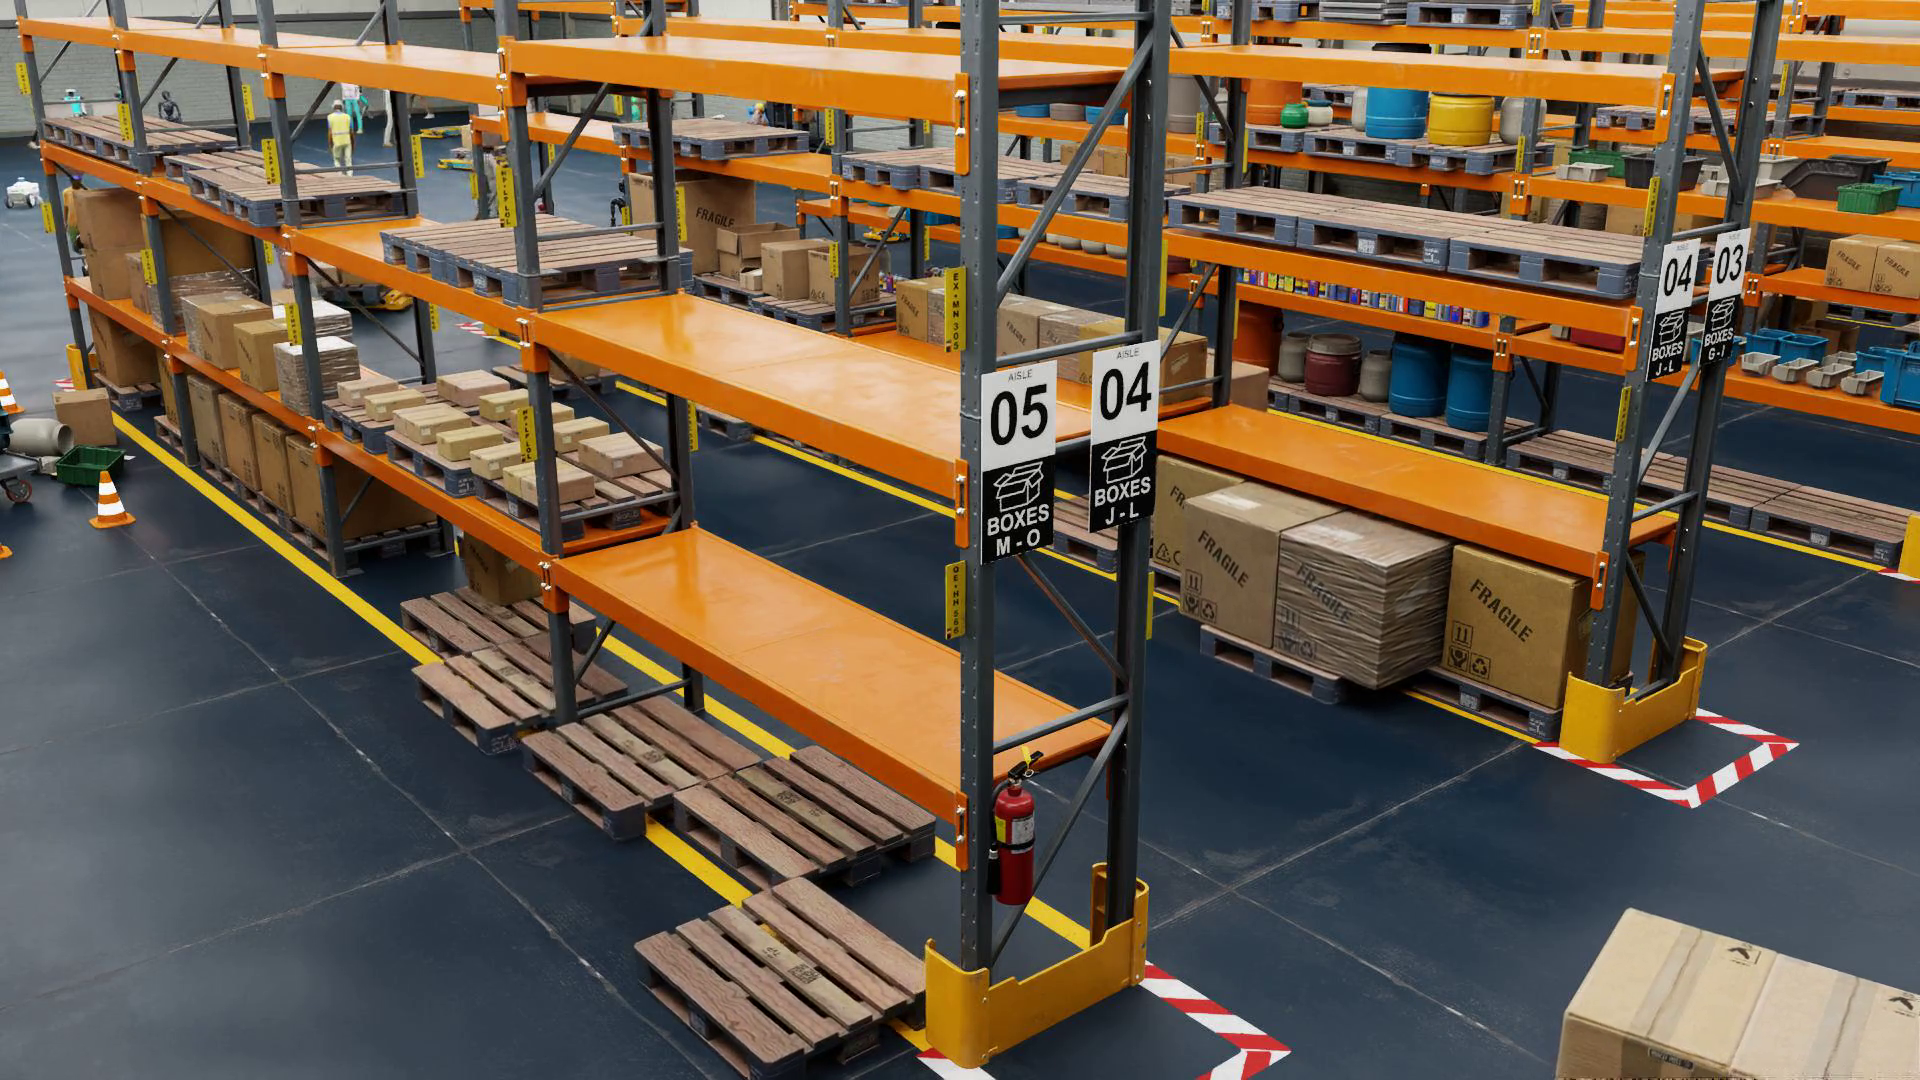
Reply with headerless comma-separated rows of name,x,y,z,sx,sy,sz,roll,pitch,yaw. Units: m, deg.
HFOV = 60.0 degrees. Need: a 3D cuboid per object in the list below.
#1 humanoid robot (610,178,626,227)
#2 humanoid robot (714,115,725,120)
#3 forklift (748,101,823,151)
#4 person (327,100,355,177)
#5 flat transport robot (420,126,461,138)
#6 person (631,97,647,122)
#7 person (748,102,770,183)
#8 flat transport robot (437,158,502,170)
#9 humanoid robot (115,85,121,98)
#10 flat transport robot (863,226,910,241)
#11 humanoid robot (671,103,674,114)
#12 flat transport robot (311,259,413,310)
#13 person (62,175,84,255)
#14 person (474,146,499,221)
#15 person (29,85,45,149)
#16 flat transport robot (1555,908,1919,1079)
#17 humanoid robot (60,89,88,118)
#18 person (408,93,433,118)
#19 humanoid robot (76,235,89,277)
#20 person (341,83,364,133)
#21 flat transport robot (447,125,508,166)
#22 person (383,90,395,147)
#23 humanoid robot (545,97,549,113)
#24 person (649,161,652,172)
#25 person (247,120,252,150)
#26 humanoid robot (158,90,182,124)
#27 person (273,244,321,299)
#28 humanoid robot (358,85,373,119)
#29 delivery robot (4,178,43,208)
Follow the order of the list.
humanoid robot,-4.919,-4.524,24.664,0.599,1.659,0.315,-15,24,-37
humanoid robot,-5.113,-7.772,33.915,1.060,1.751,0.539,-1,19,-2
forklift,-4.526,-11.368,42.374,1.129,2.768,1.873,-15,24,-37
person,-13.296,-8.494,35.725,0.572,1.854,0.897,-10,22,-26
flat transport robot,-14.302,-11.302,46.101,0.659,0.231,1.431,9,21,24
person,-8.209,-10.913,42.449,0.469,1.953,0.514,-16,25,-38
person,-4.405,-8.686,36.432,0.558,1.742,0.630,1,19,2
flat transport robot,-11.532,-8.832,39.073,1.431,0.231,0.659,11,22,28
humanoid robot,-21.034,-10.536,41.718,0.874,1.746,0.545,11,22,29
flat transport robot,-0.957,-5.503,29.598,1.431,0.231,0.659,-15,24,-37
humanoid robot,-7.956,-11.790,45.383,0.411,1.642,0.602,0,19,1
flat transport robot,-8.582,-3.418,23.663,1.431,0.231,0.659,-1,19,-3
person,-13.511,-4.857,25.593,0.469,1.695,0.634,-4,20,-11
person,-8.181,-6.085,28.758,0.931,1.928,0.610,0,19,1
person,-23.753,-10.935,42.955,0.836,1.661,0.532,-9,21,-23
flat transport robot,3.143,2.503,6.811,0.659,0.231,1.431,13,23,33
humanoid robot,-21.205,-9.945,40.084,0.547,1.752,1.037,-17,26,-40
person,-16.717,-13.831,50.949,1.010,1.819,0.541,-15,24,-36
humanoid robot,-10.263,-3.040,20.166,0.533,1.681,0.735,-15,24,-37
person,-17.129,-12.412,46.804,0.486,1.907,0.349,1,19,2
flat transport robot,-11.431,-9.034,39.647,1.431,0.231,0.659,4,20,12
person,-14.767,-11.264,43.603,0.986,1.849,0.623,-8,21,-22
humanoid robot,-11.437,-11.830,45.522,0.586,1.636,0.703,8,21,22
person,-5.975,-7.496,33.091,0.501,1.709,0.656,-17,25,-39
person,-17.991,-10.604,41.732,0.386,1.848,0.777,-3,20,-9
humanoid robot,-19.528,-10.316,41.252,0.616,1.647,0.725,2,19,5
person,-8.344,-3.262,20.810,1.055,1.863,0.705,2,19,4
humanoid robot,-18.316,-13.705,50.879,0.546,1.875,0.816,16,25,38
delivery robot,-18.687,-6.922,33.193,0.524,0.586,0.744,-2,19,-5
